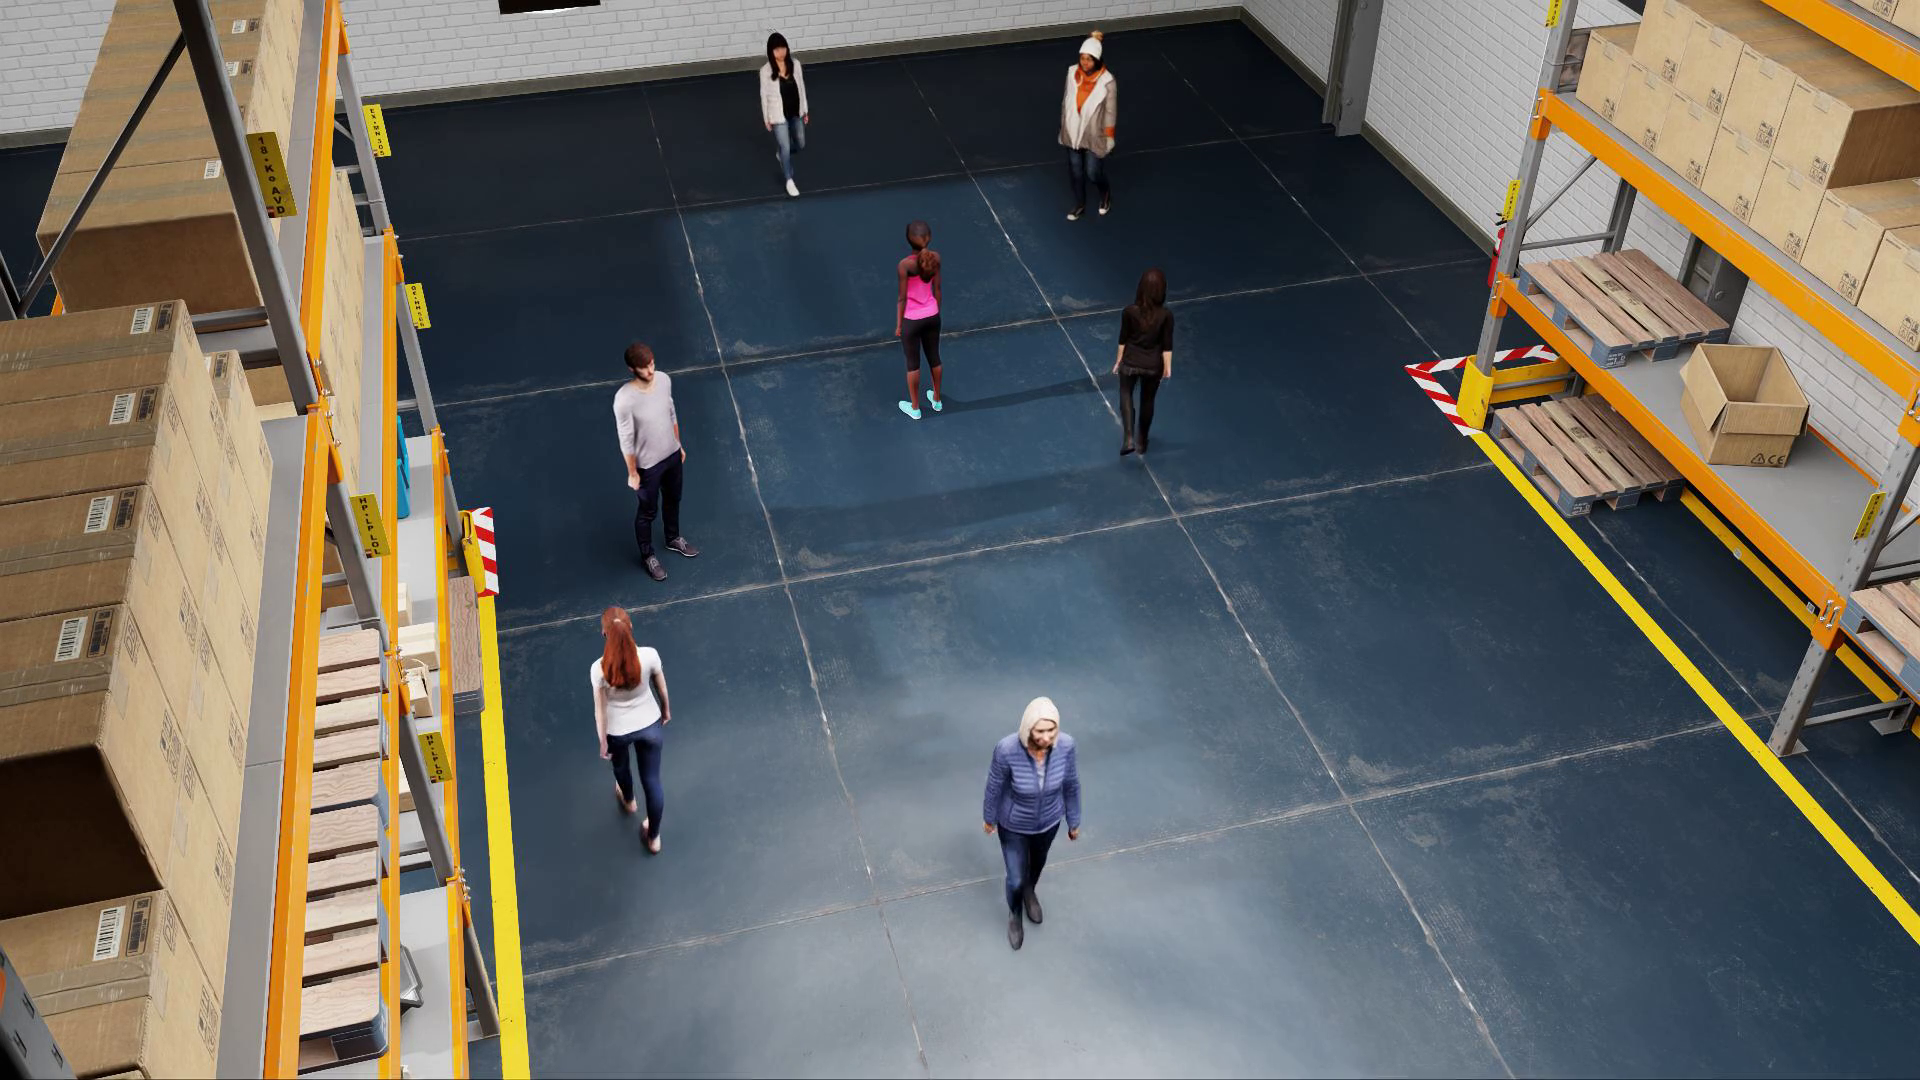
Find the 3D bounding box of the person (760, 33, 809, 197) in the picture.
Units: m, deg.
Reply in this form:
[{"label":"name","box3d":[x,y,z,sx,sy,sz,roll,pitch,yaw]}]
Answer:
[{"label":"person","box3d":[-1.746,-4.220,16.367,0.742,1.621,0.862,-20,43,-23]}]

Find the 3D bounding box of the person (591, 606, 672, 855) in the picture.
[{"label":"person","box3d":[-1.863,1.151,9.564,0.645,1.719,0.858,-13,40,-16]}]

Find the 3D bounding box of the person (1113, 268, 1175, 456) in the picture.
[{"label":"person","box3d":[1.389,-1.294,12.696,0.740,1.631,0.831,4,39,5]}]

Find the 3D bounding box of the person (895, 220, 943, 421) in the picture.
[{"label":"person","box3d":[-0.318,-1.753,13.197,0.629,1.723,0.628,-20,43,-24]}]

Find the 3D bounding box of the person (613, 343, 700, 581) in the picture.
[{"label":"person","box3d":[-2.143,-0.586,11.640,0.758,1.843,0.733,25,45,28]}]

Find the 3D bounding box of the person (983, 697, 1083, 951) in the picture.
[{"label":"person","box3d":[0.369,1.450,9.184,0.672,1.727,0.645,-9,40,-11]}]

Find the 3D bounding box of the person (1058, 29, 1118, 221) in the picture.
[{"label":"person","box3d":[1.262,-3.961,15.835,0.891,1.881,0.952,23,44,26]}]
